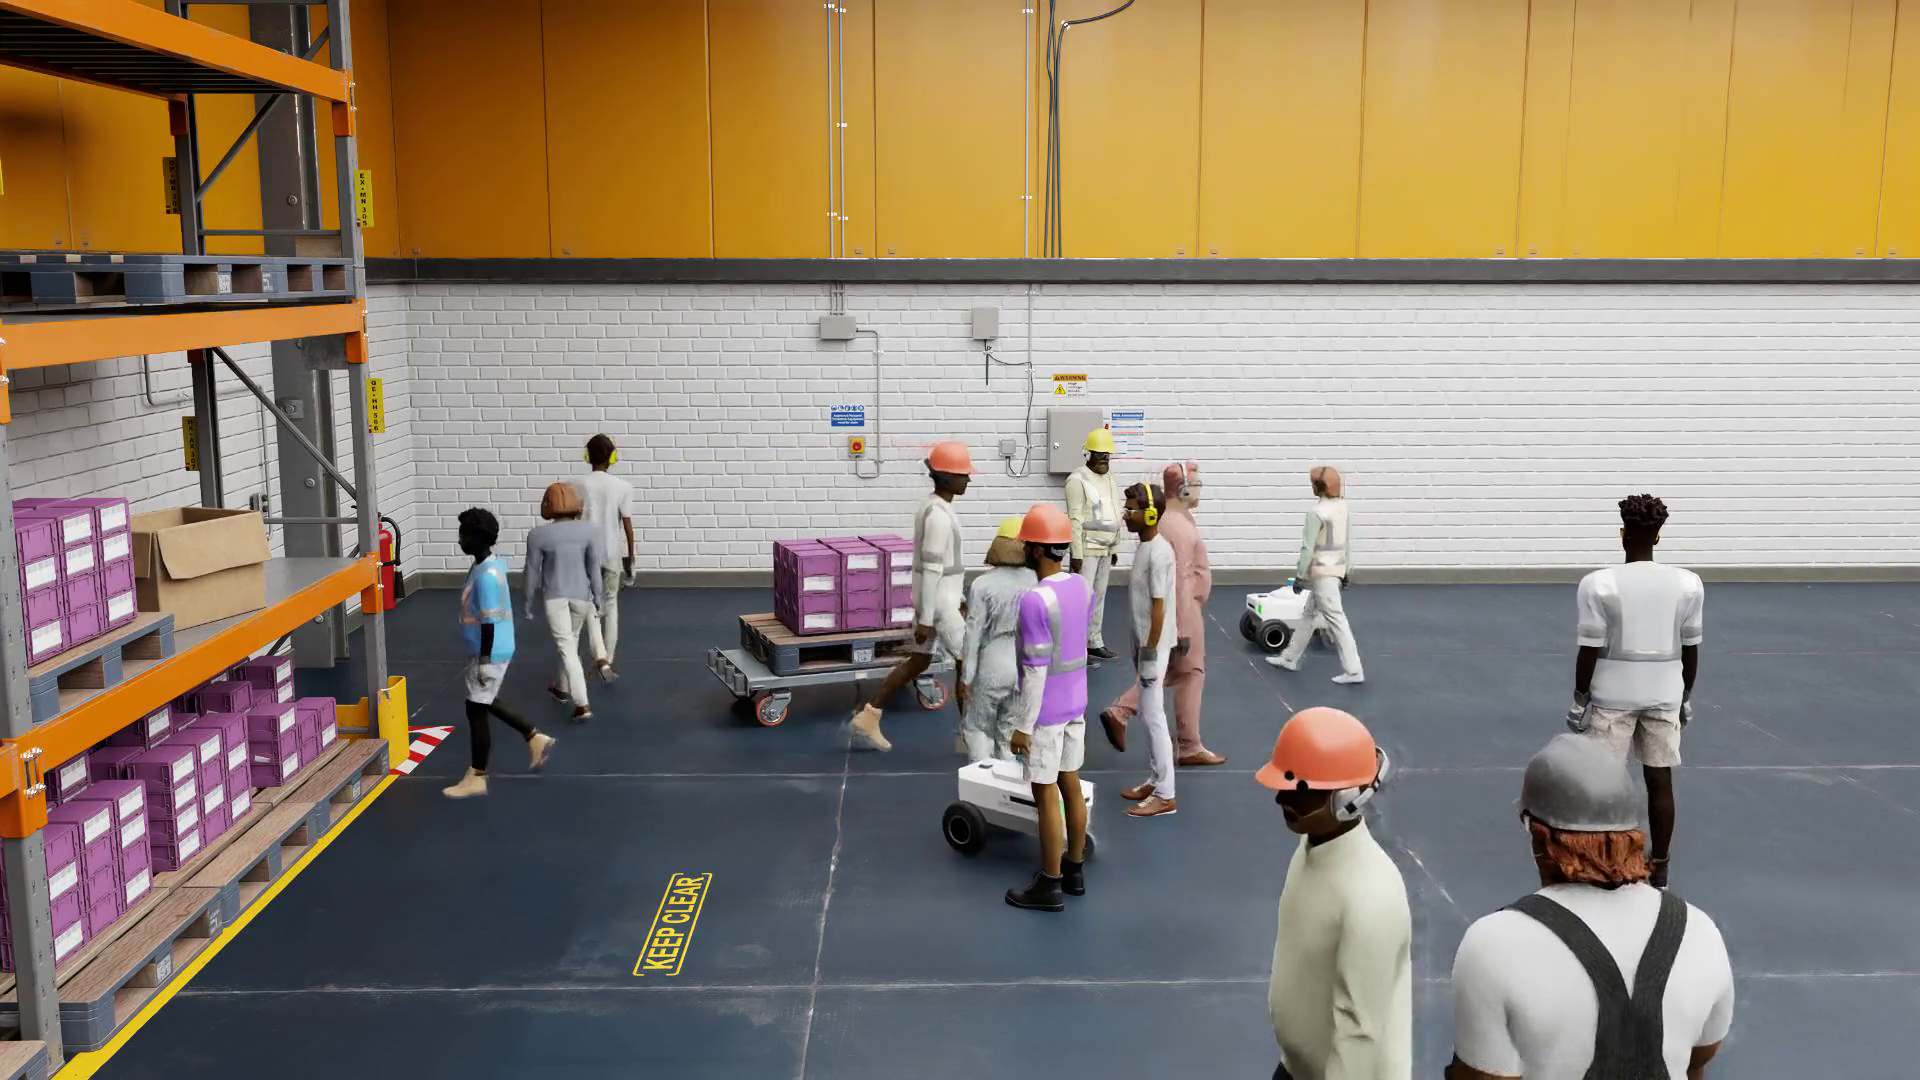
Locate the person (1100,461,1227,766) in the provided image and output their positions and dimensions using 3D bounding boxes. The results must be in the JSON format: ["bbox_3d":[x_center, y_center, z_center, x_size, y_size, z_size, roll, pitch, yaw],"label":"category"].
[{"bbox_3d":[1.265,0.454,10.090,0.671,1.891,0.656,-2,9,-13],"label":"person"}]

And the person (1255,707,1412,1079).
[{"bbox_3d":[0.947,1.378,4.295,1.088,1.933,0.632,-1,9,-7],"label":"person"}]

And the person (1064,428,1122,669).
[{"bbox_3d":[1.035,0.055,12.736,0.404,1.829,0.591,7,11,35],"label":"person"}]

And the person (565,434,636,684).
[{"bbox_3d":[-2.644,0.148,12.191,0.523,1.835,0.790,-3,10,-16],"label":"person"}]

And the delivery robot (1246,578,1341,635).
[{"bbox_3d":[2.673,0.547,13.327,0.707,0.478,0.477,-1,9,-8],"label":"delivery robot"}]

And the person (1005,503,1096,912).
[{"bbox_3d":[0.412,0.791,7.886,0.365,1.939,0.542,6,11,33],"label":"person"}]

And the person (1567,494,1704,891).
[{"bbox_3d":[3.255,0.753,8.043,0.601,1.963,0.369,0,9,2],"label":"person"}]

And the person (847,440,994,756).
[{"bbox_3d":[-0.214,0.372,10.294,0.980,2.006,0.612,-1,9,-8],"label":"person"}]

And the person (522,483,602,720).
[{"bbox_3d":[-2.701,0.406,11.338,0.512,1.584,0.905,-6,11,-33],"label":"person"}]

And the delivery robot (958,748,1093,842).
[{"bbox_3d":[0.337,1.318,8.600,0.707,0.478,0.477,8,12,40],"label":"delivery robot"}]

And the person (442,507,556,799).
[{"bbox_3d":[-2.694,0.635,9.588,0.599,1.684,0.564,-2,10,-13],"label":"person"}]

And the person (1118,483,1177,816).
[{"bbox_3d":[1.050,0.603,9.285,0.312,1.863,0.516,0,9,0],"label":"person"}]

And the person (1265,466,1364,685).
[{"bbox_3d":[2.653,0.250,12.251,0.853,1.588,0.533,7,12,38],"label":"person"}]

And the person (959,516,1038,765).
[{"bbox_3d":[0.231,0.720,9.049,0.542,1.702,0.345,-4,10,-24],"label":"person"}]
